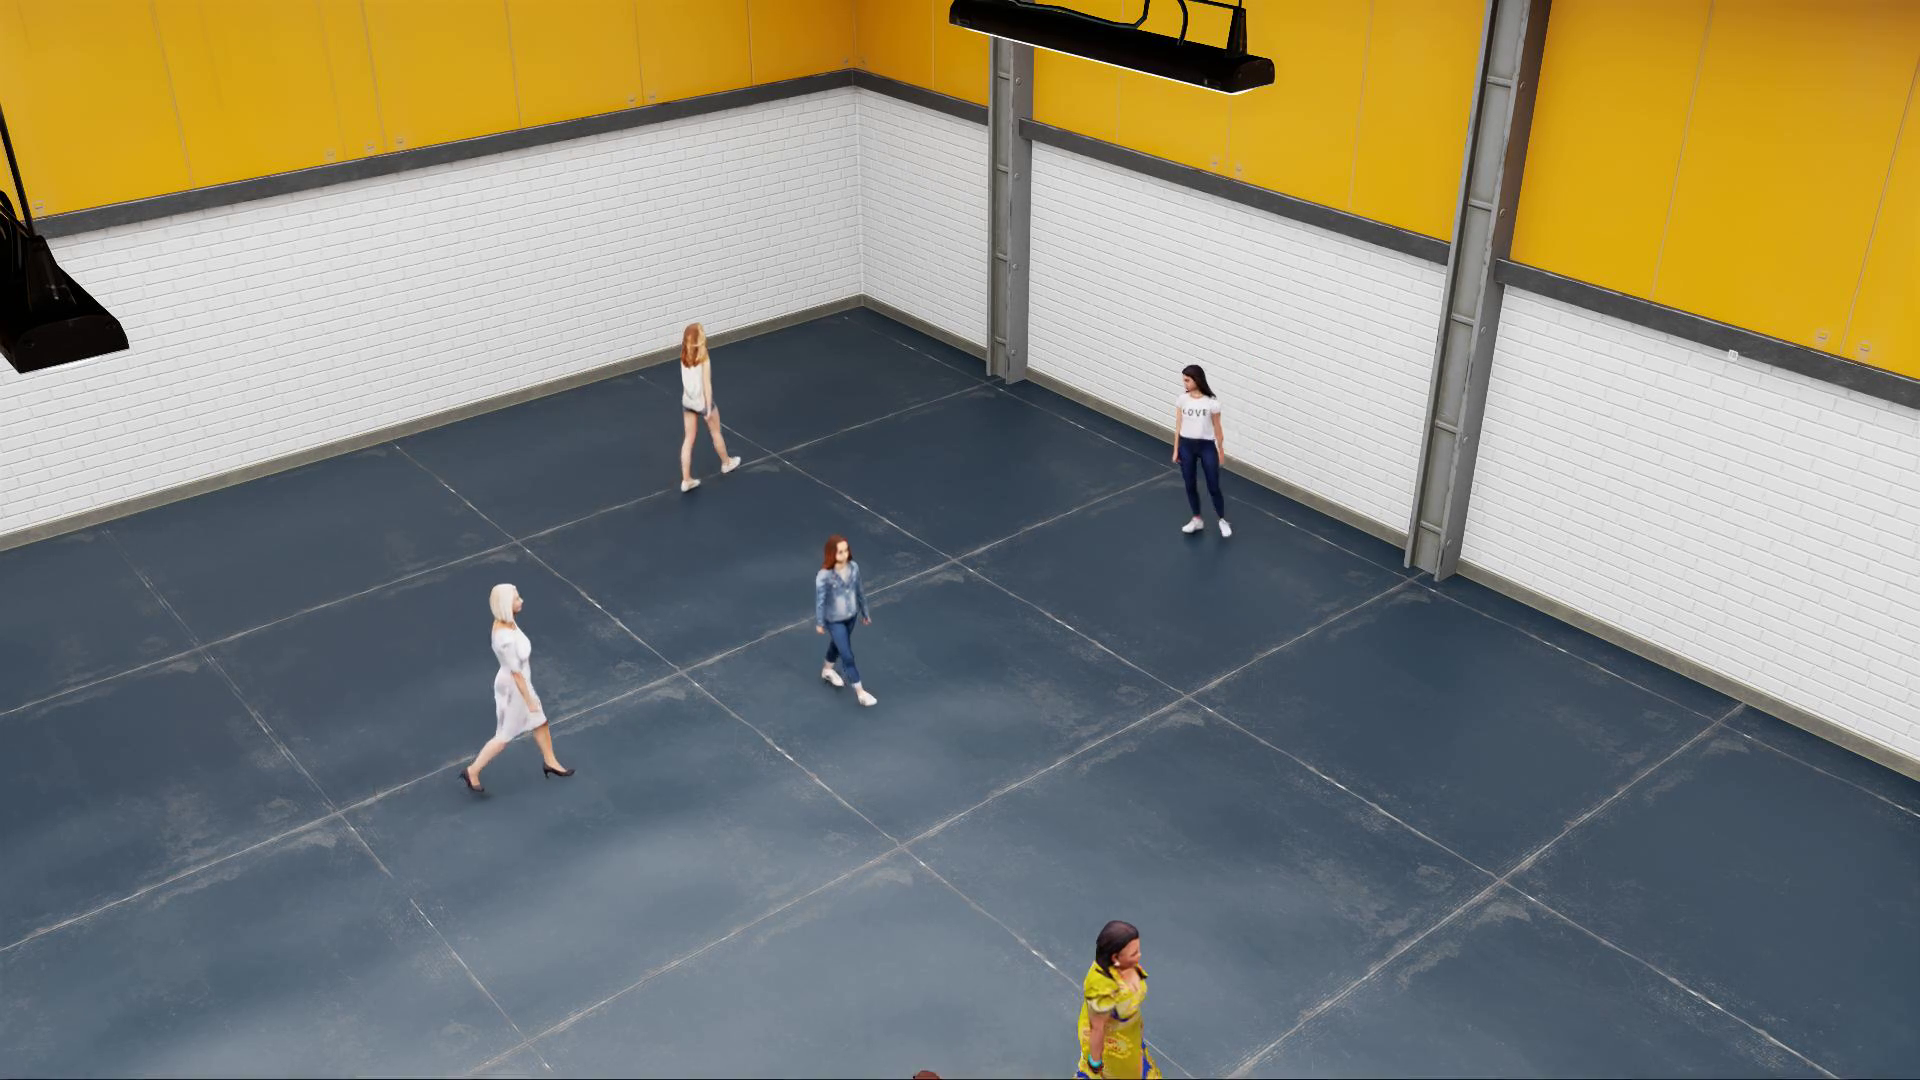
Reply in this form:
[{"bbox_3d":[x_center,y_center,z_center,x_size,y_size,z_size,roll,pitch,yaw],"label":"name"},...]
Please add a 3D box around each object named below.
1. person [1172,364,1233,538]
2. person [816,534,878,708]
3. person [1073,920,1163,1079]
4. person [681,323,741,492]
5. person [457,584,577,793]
[{"bbox_3d":[2.307,-0.840,15.780,0.735,1.745,0.925,6,29,11],"label":"person"},{"bbox_3d":[-1.002,0.603,13.450,0.616,1.444,0.955,-25,37,-38],"label":"person"},{"bbox_3d":[0.756,2.761,9.283,1.001,1.646,0.938,8,30,14],"label":"person"},{"bbox_3d":[-2.686,-1.292,16.629,1.029,1.727,0.855,16,32,27],"label":"person"},{"bbox_3d":[-3.356,1.134,12.191,0.981,1.717,1.087,-5,29,-8],"label":"person"}]
